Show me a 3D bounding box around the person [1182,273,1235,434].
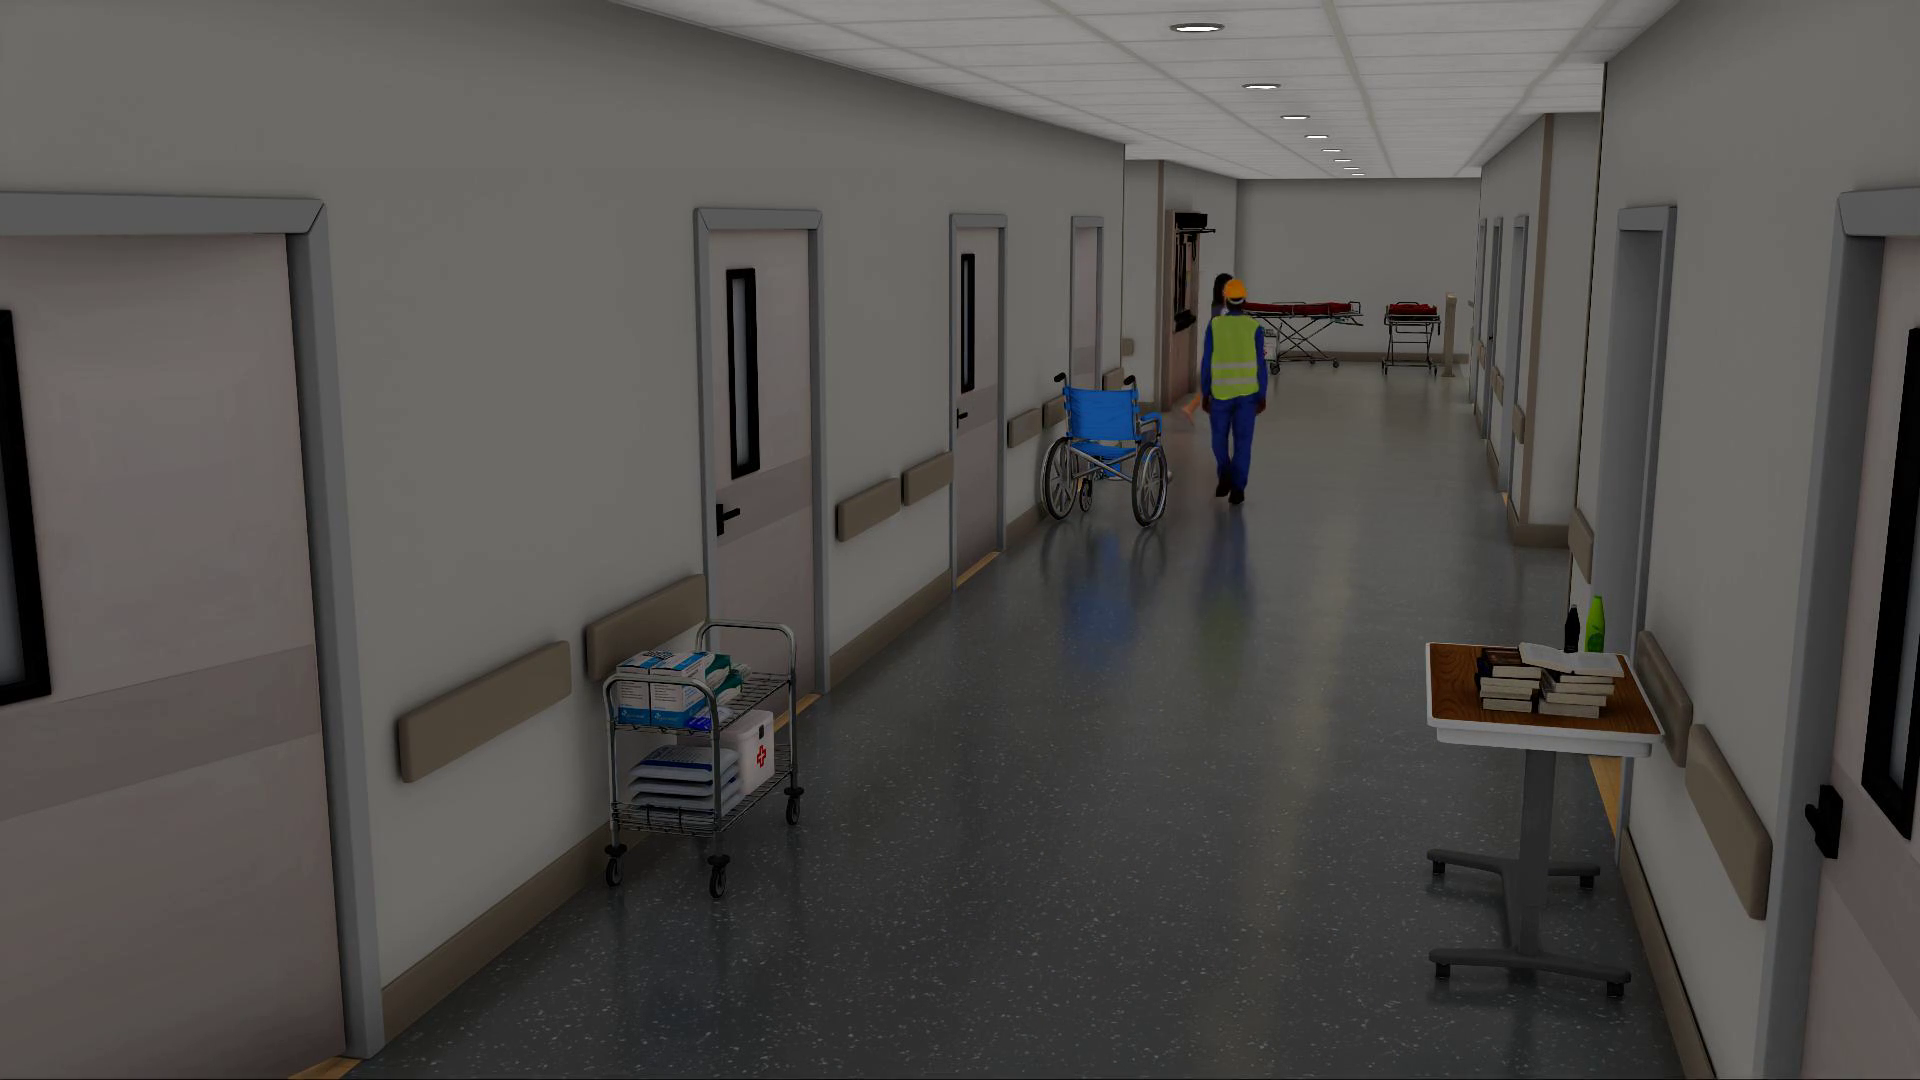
[{"bbox_3d":[2.774,-2.001,17.980,0.807,1.709,1.051,5,12,27],"label":"person"}]

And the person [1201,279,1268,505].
[{"bbox_3d":[2.194,-1.176,13.391,0.723,1.800,0.708,2,11,10],"label":"person"}]
